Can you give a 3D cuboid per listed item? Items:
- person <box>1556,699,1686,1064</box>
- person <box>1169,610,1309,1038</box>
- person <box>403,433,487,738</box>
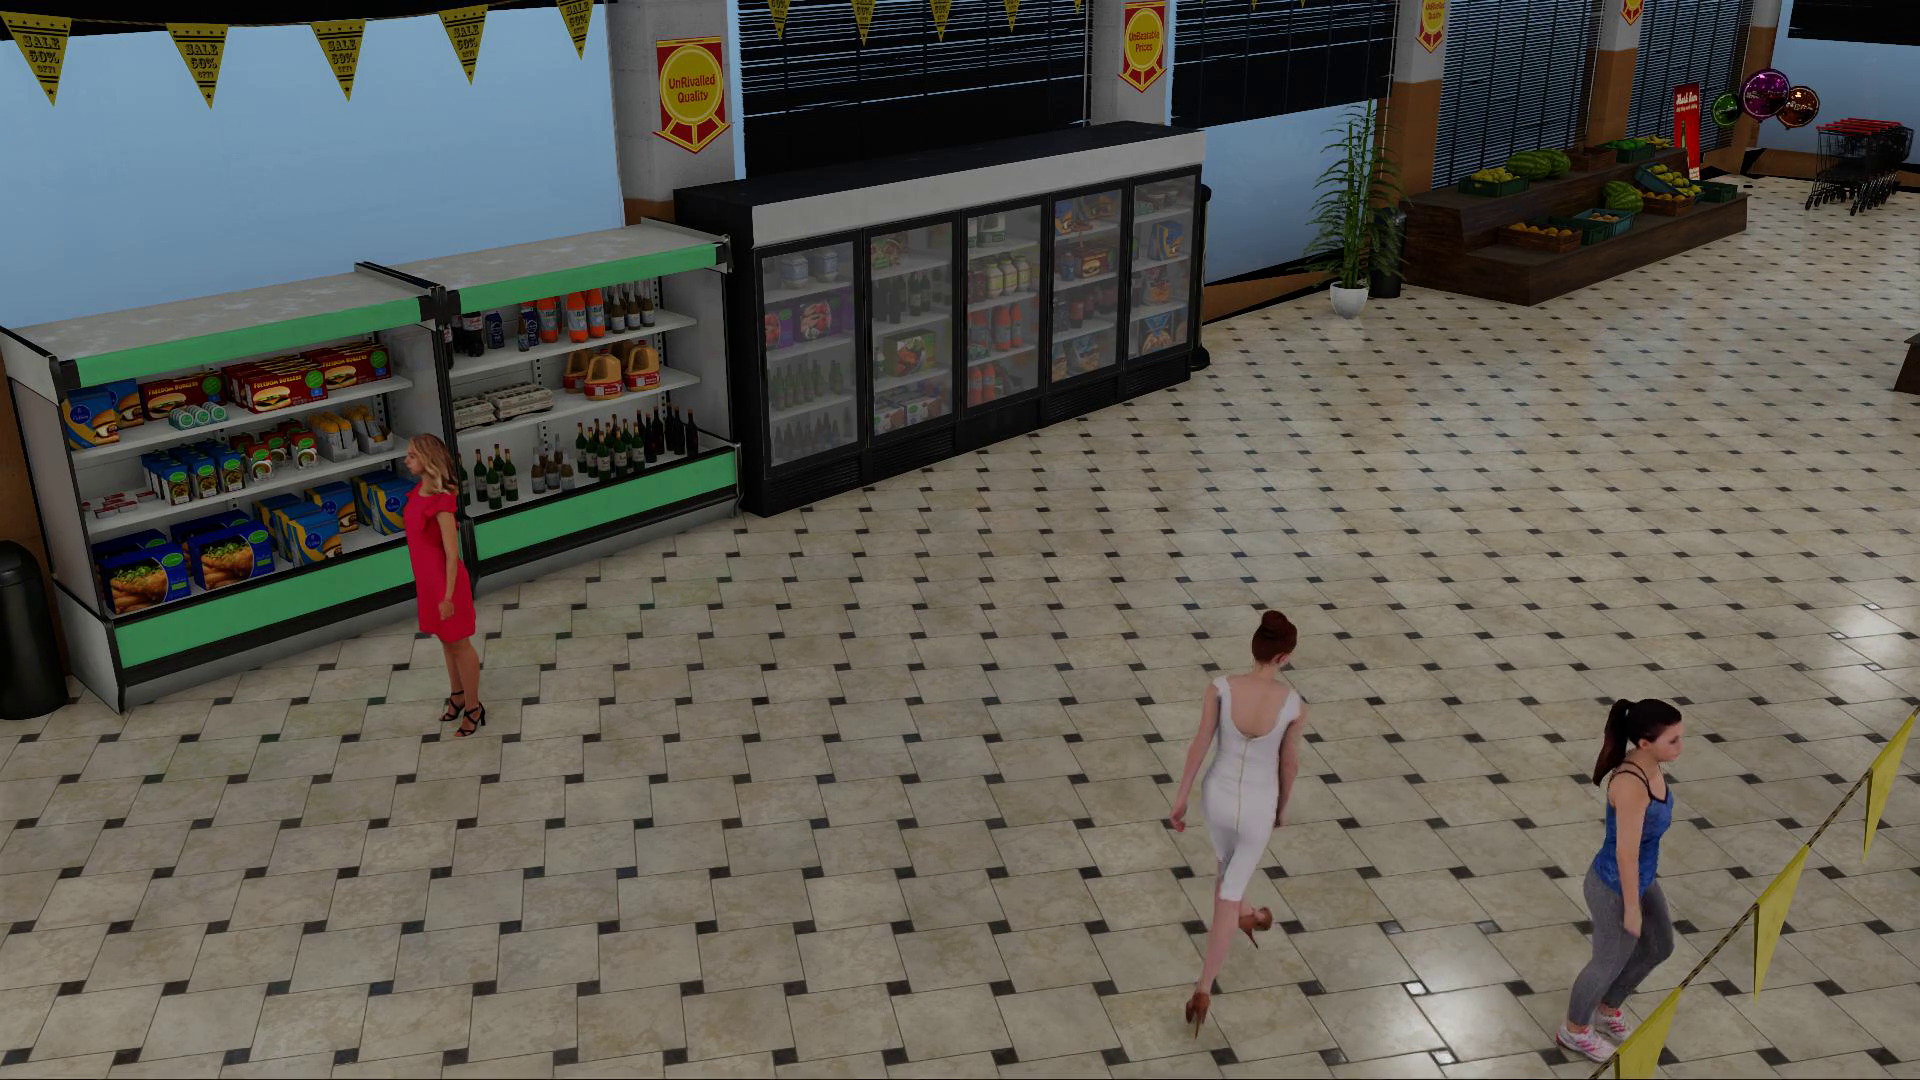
[{"bbox_3d":[2.501,1.320,6.451,0.710,1.594,0.613,12,25,28],"label":"person"},{"bbox_3d":[1.070,1.156,6.661,0.897,1.740,1.155,6,23,15],"label":"person"},{"bbox_3d":[-2.780,0.232,8.979,0.593,1.728,0.615,-14,26,-31],"label":"person"}]
